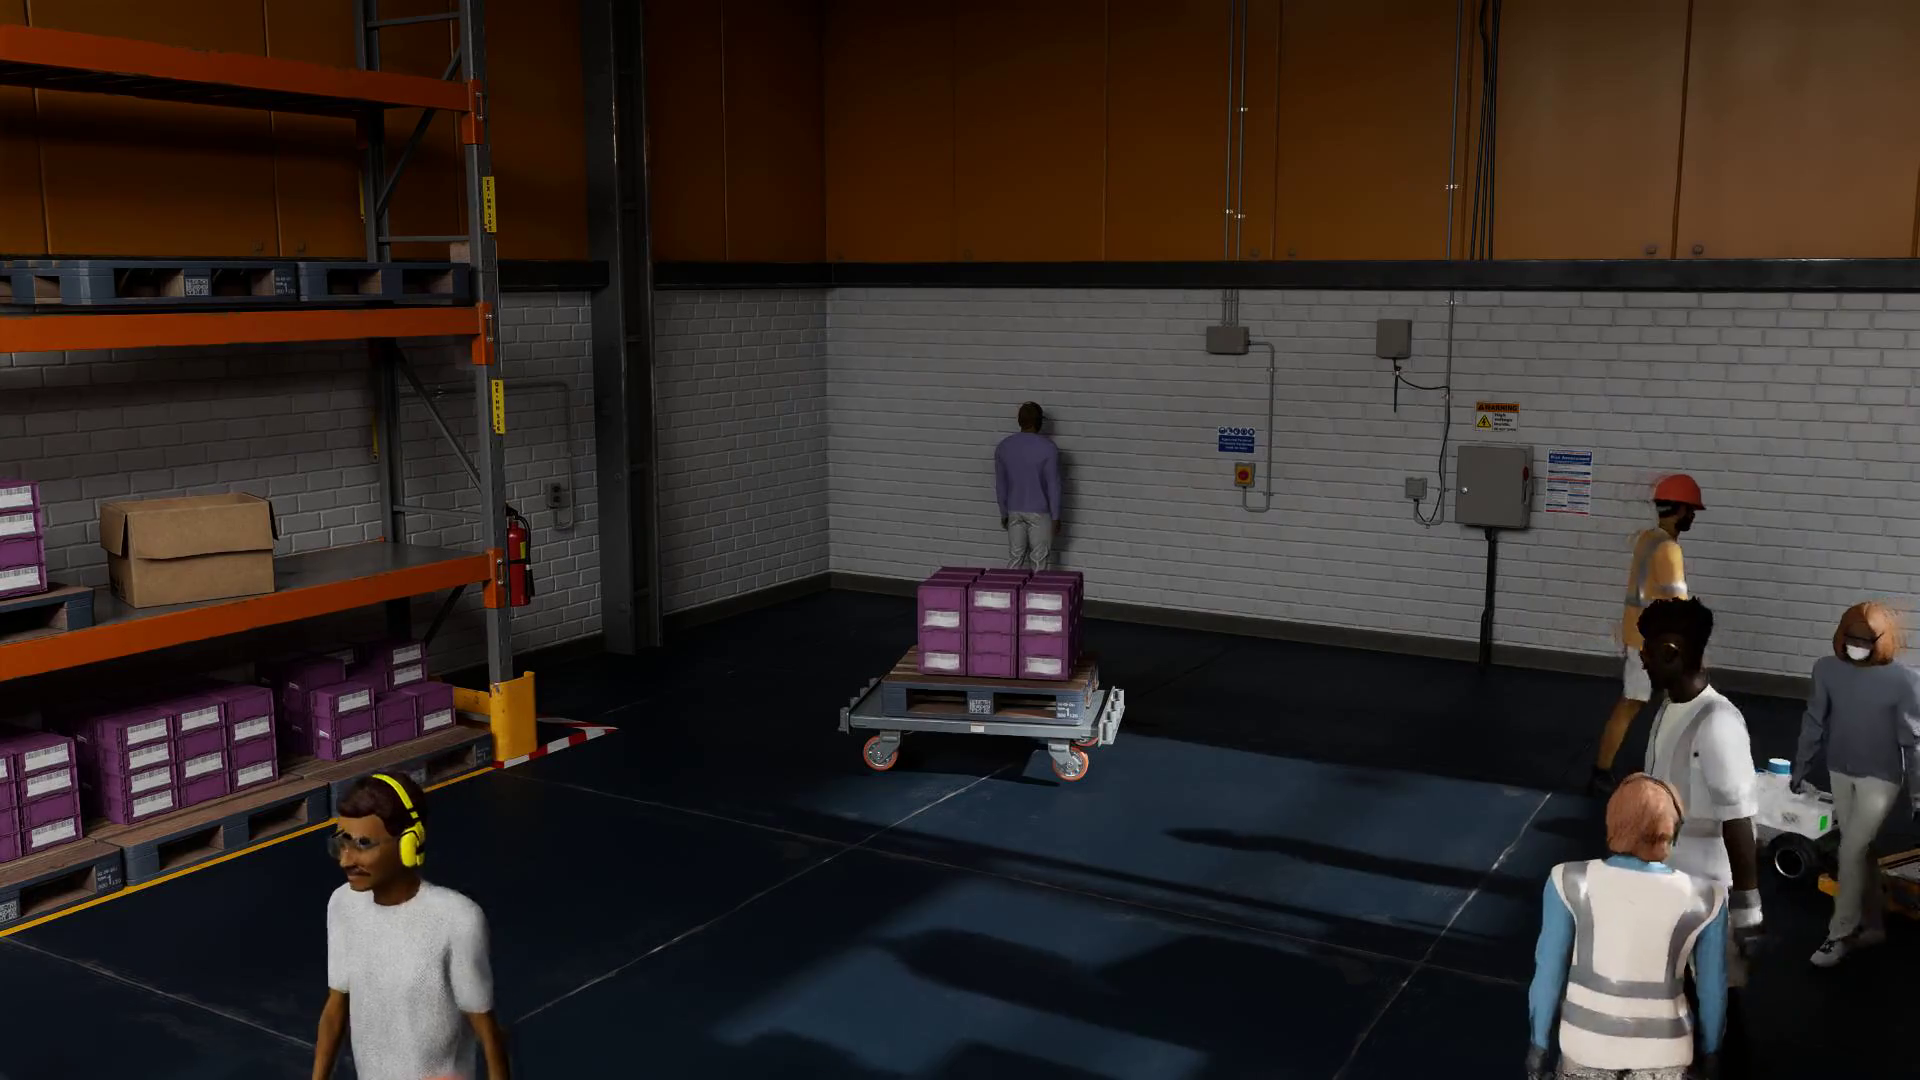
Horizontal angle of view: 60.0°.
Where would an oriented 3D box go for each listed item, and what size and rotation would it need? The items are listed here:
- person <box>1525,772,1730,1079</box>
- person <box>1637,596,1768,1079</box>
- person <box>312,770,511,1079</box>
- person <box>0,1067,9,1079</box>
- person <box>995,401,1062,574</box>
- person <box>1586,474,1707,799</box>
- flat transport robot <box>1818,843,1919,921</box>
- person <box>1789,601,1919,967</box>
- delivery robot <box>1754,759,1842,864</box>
[{"bbox_3d":[1.950,1.465,4.873,0.534,1.583,0.877,4,10,22],"label":"person"},{"bbox_3d":[2.536,1.175,5.672,0.393,1.930,0.781,0,9,3],"label":"person"},{"bbox_3d":[-1.423,1.471,4.125,0.554,1.819,0.971,5,11,31],"label":"person"},{"bbox_3d":[-2.834,1.445,4.763,0.547,1.652,0.837,6,11,32],"label":"person"},{"bbox_3d":[0.599,-0.222,14.323,0.627,1.941,0.370,6,11,32],"label":"person"},{"bbox_3d":[4.060,0.583,9.435,0.937,1.883,0.586,3,10,19],"label":"person"},{"bbox_3d":[4.798,1.685,7.611,0.652,0.197,1.431,-5,10,-29],"label":"flat transport robot"},{"bbox_3d":[3.909,1.062,7.305,0.664,1.601,0.542,-4,10,-25],"label":"person"},{"bbox_3d":[4.157,1.358,8.474,0.477,0.478,0.707,-6,11,-33],"label":"delivery robot"}]
